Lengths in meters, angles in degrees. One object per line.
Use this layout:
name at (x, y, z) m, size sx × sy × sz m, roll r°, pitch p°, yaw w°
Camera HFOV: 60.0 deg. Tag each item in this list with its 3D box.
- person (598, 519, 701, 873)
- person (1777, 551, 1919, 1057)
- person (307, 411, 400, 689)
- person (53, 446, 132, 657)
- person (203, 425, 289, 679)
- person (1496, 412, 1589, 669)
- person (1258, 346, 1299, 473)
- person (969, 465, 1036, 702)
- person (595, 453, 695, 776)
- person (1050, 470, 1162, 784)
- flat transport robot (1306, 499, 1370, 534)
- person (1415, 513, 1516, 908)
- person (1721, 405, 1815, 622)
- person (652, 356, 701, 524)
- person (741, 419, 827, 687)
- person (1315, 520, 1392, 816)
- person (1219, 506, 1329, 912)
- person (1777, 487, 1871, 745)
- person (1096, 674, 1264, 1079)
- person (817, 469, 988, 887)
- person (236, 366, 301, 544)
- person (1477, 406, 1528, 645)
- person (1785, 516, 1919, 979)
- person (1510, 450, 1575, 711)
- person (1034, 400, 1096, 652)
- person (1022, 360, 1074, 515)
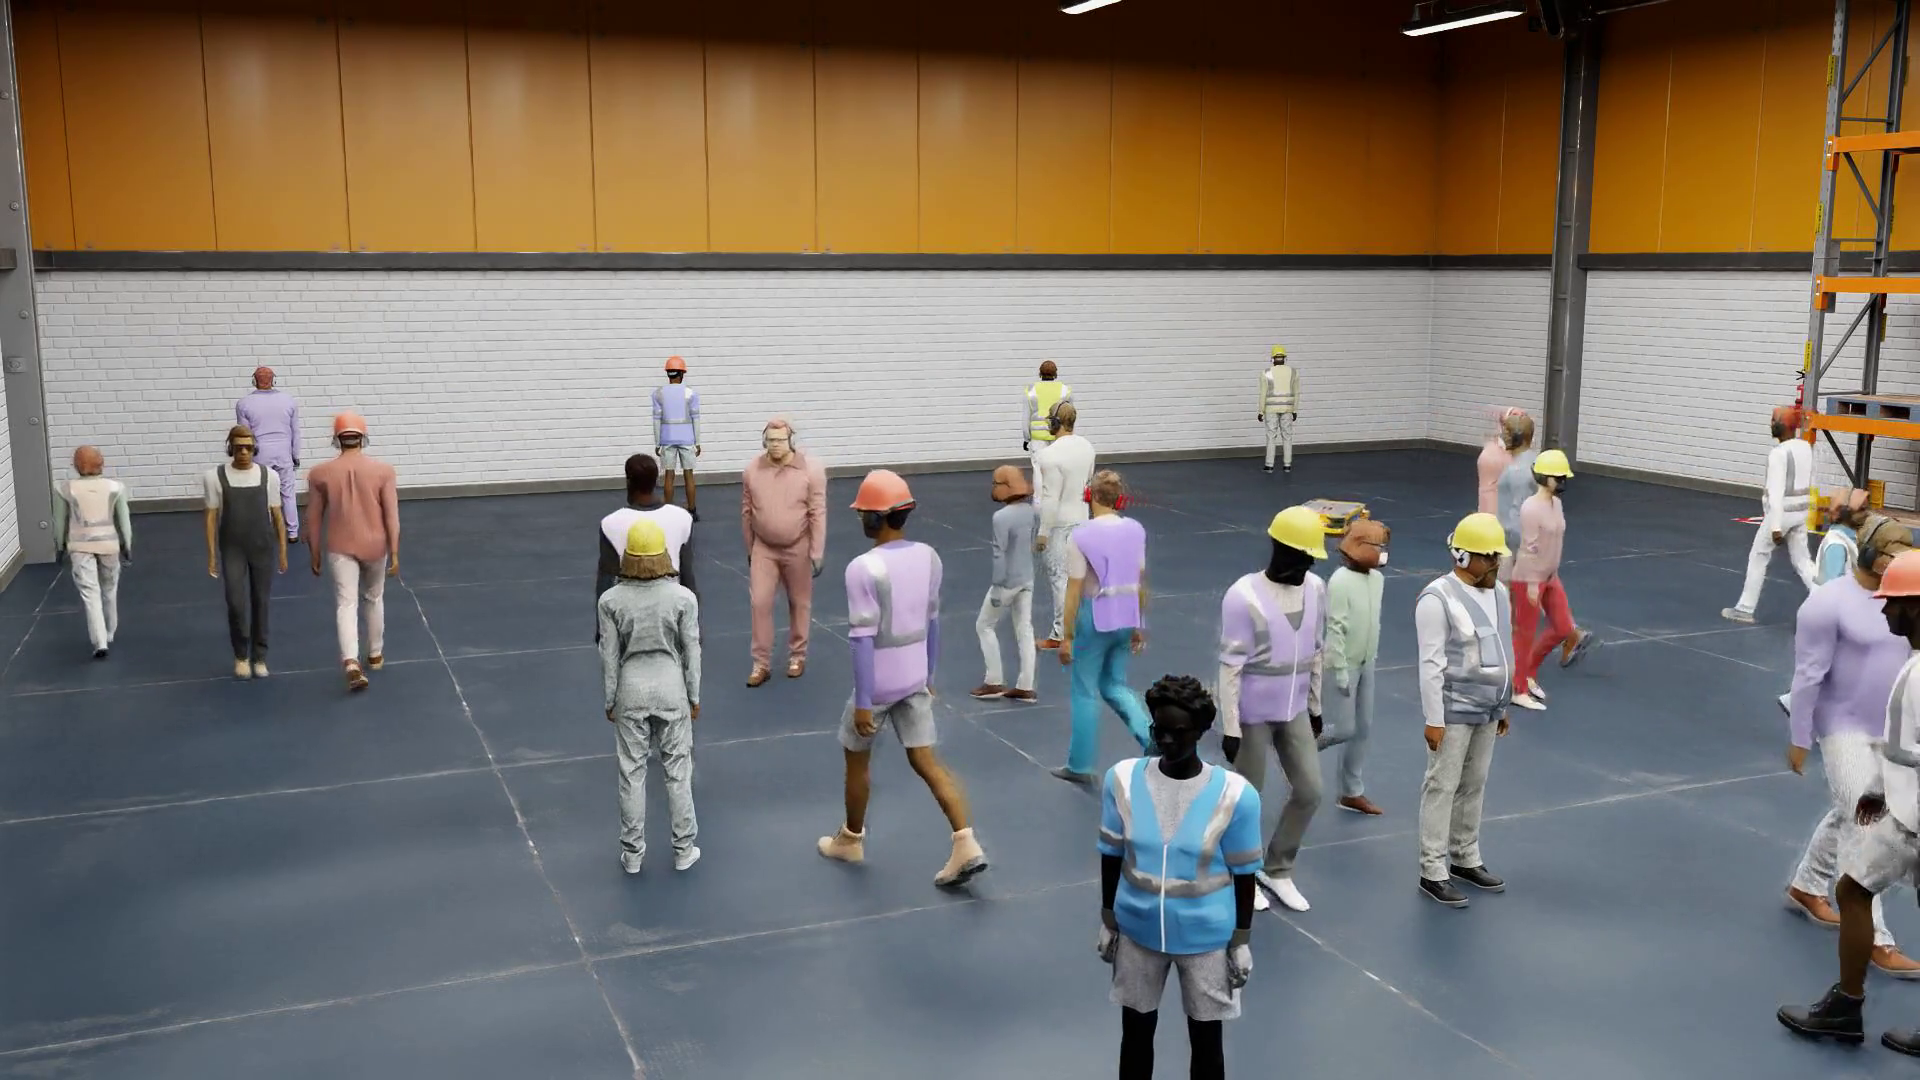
person at (-1.506, 0.760, 8.130) m, size 0.487 × 1.746 × 0.290 m, roll -1°, pitch 9°, yaw -7°
person at (3.505, 0.988, 6.259) m, size 0.791 × 1.901 × 0.553 m, roll 8°, pitch 12°, yaw 41°
person at (-4.310, 0.057, 11.836) m, size 0.628 × 1.943 × 1.052 m, roll -3°, pitch 10°, yaw -20°
person at (-6.620, 0.075, 12.727) m, size 0.516 × 1.597 × 0.854 m, roll -7°, pitch 12°, yaw -37°
person at (-5.073, 0.099, 11.865) m, size 0.539 × 1.832 × 0.483 m, roll -6°, pitch 11°, yaw -33°
person at (4.101, 0.030, 12.051) m, size 0.829 × 1.920 × 0.637 m, roll 5°, pitch 11°, yaw 29°
person at (4.554, -1.868, 23.826) m, size 0.589 × 1.822 × 0.403 m, roll -1°, pitch 9°, yaw -7°
person at (0.275, 0.294, 11.316) m, size 0.557 × 1.616 × 0.525 m, roll 6°, pitch 11°, yaw 33°
person at (-1.813, 0.429, 9.737) m, size 0.602 × 1.883 × 0.966 m, roll -8°, pitch 12°, yaw -40°
person at (0.856, 0.515, 9.407) m, size 0.598 × 1.816 × 0.656 m, roll -9°, pitch 13°, yaw -42°
flat transport robot at (4.172, -0.276, 18.862) m, size 0.652 × 0.197 × 1.431 m, roll 4°, pitch 10°, yaw 25°
person at (2.371, 0.778, 7.767) m, size 0.588 × 1.830 × 0.404 m, roll -8°, pitch 12°, yaw -38°
person at (6.778, -0.178, 13.554) m, size 0.592 × 1.848 × 0.966 m, roll -6°, pitch 11°, yaw -32°
person at (-3.239, -1.137, 19.074) m, size 0.542 × 1.928 × 0.374 m, roll -1°, pitch 9°, yaw -3°
person at (-1.266, 0.092, 11.756) m, size 0.654 × 1.877 × 0.797 m, roll 1°, pitch 9°, yaw 7°
person at (2.062, 0.678, 8.997) m, size 0.511 × 1.616 × 0.490 m, roll -9°, pitch 13°, yaw -43°
person at (1.438, 0.781, 7.568) m, size 0.663 × 1.887 × 0.564 m, roll -6°, pitch 11°, yaw -30°
person at (5.352, 0.475, 10.208) m, size 0.423 × 1.622 × 0.531 m, roll 6°, pitch 11°, yaw 34°
person at (0.686, 1.252, 5.296) m, size 0.546 × 1.696 × 0.319 m, roll 4°, pitch 10°, yaw 22°
person at (-0.283, 0.661, 7.966) m, size 1.011 × 2.010 × 0.614 m, roll 9°, pitch 13°, yaw 42°
person at (-7.320, -0.887, 17.626) m, size 0.641 × 1.908 × 0.409 m, roll -7°, pitch 12°, yaw -36°
person at (4.253, -0.111, 13.019) m, size 0.463 × 1.883 × 0.651 m, roll 9°, pitch 13°, yaw 42°
person at (3.920, 0.840, 7.174) m, size 0.651 × 1.906 × 0.843 m, roll -3°, pitch 10°, yaw -17°
person at (3.871, 0.271, 11.069) m, size 0.524 × 1.756 × 0.381 m, roll -9°, pitch 13°, yaw -42°
person at (0.791, -0.104, 12.781) m, size 0.371 × 1.941 × 0.627 m, roll 7°, pitch 11°, yaw 35°
person at (1.051, -1.216, 19.810) m, size 0.619 × 1.845 × 0.430 m, roll 0°, pitch 9°, yaw 0°
